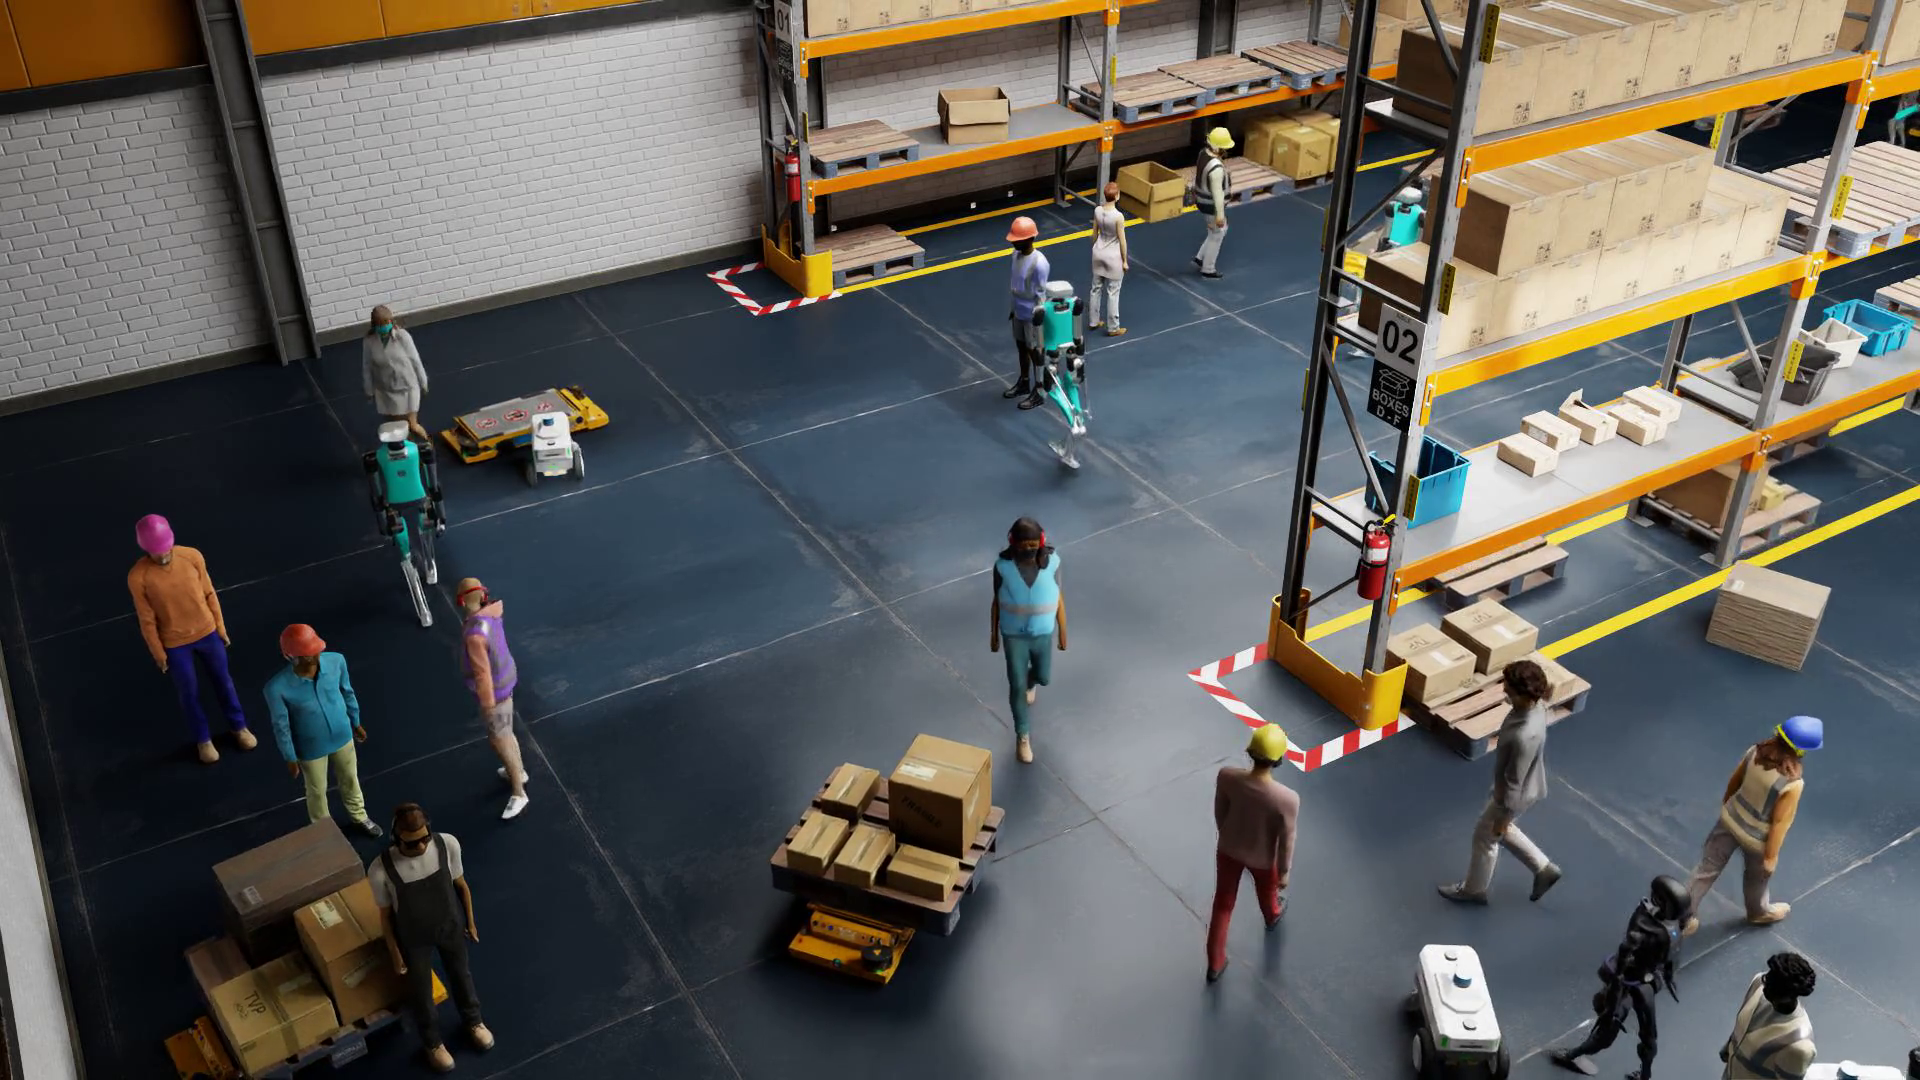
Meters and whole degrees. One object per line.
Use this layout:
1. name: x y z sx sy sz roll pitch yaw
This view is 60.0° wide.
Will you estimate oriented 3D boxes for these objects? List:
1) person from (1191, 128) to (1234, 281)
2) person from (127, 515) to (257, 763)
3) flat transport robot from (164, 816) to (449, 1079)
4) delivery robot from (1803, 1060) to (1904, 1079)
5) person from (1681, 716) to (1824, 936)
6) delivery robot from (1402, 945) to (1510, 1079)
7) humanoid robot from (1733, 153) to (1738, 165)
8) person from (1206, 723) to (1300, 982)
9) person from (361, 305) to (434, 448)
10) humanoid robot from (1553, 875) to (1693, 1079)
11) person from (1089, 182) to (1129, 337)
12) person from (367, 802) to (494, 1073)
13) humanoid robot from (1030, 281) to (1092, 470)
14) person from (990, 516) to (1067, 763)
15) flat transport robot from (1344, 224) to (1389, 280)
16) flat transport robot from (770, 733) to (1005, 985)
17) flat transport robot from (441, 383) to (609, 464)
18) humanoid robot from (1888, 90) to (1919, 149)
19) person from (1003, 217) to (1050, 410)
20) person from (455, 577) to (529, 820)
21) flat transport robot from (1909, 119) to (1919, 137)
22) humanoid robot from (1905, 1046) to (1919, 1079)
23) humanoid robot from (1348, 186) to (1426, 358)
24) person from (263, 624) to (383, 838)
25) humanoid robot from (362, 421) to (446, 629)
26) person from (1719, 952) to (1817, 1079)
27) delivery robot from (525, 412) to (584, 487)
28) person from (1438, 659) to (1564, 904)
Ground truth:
1. person: 2.855 -3.760 18.628 0.457 1.801 0.618 -4 32 -6
2. person: -5.312 0.661 11.431 0.521 1.972 0.405 -25 40 -34
3. flat transport robot: -3.799 2.760 9.683 1.431 0.231 0.659 -23 39 -32
4. delivery robot: 4.696 3.040 8.955 0.762 0.582 0.499 1 32 2
5. person: 4.786 1.706 9.977 0.886 1.720 0.606 -10 33 -16
6. delivery robot: 2.830 2.696 9.506 0.519 0.586 0.757 2 32 3
7. humanoid robot: 8.604 -3.959 19.068 0.387 1.643 0.609 -5 32 -8
8. person: 1.753 1.787 9.864 0.543 1.721 0.870 17 36 25
9. person: -5.060 -1.344 14.917 0.539 1.644 0.381 1 32 2
10. humanoid robot: 3.631 2.394 8.974 0.585 1.625 0.608 -20 37 -28
11. person: 1.572 -2.951 17.480 0.440 1.659 0.285 25 40 34
12. person: -2.912 2.165 9.162 0.499 1.839 0.344 -20 37 -29
13. humanoid robot: 1.003 -1.383 14.929 0.530 1.775 0.889 -18 36 -26
14. person: 0.474 0.607 11.633 0.536 1.843 0.752 -3 32 -5
15. flat transport robot: 4.954 -3.345 19.418 0.659 0.231 1.431 22 38 31
16. flat transport robot: -0.482 2.190 10.591 0.659 0.231 1.431 12 34 18
17. flat transport robot: -4.151 -1.117 15.866 1.431 0.231 0.659 -20 37 -29
18. humanoid robot: 12.821 -5.960 22.201 0.530 1.758 0.750 -21 38 -30
19. person: 0.623 -2.195 16.027 0.386 1.929 0.542 -18 36 -26
20. person: -3.127 1.051 11.102 0.351 1.653 0.702 -5 32 -7
21. flat transport robot: 14.015 -5.594 23.004 0.659 0.231 1.431 -26 40 -35
22. humanoid robot: 4.749 3.023 7.895 0.870 1.773 0.546 -5 32 -8
23. humanoid robot: 4.296 -2.677 16.988 0.933 1.745 0.549 -23 39 -32
24. person: -4.078 1.268 10.659 0.327 1.752 0.572 24 39 33
25. humanoid robot: -4.355 -0.263 13.159 0.535 1.777 0.999 -11 34 -17
26. person: 4.024 2.721 8.407 0.320 1.691 0.534 0 32 0
27. delivery robot: -3.713 -0.862 15.182 0.525 0.587 0.744 -8 33 -12
28. person: 3.425 1.524 10.149 0.641 1.874 0.592 10 34 16
